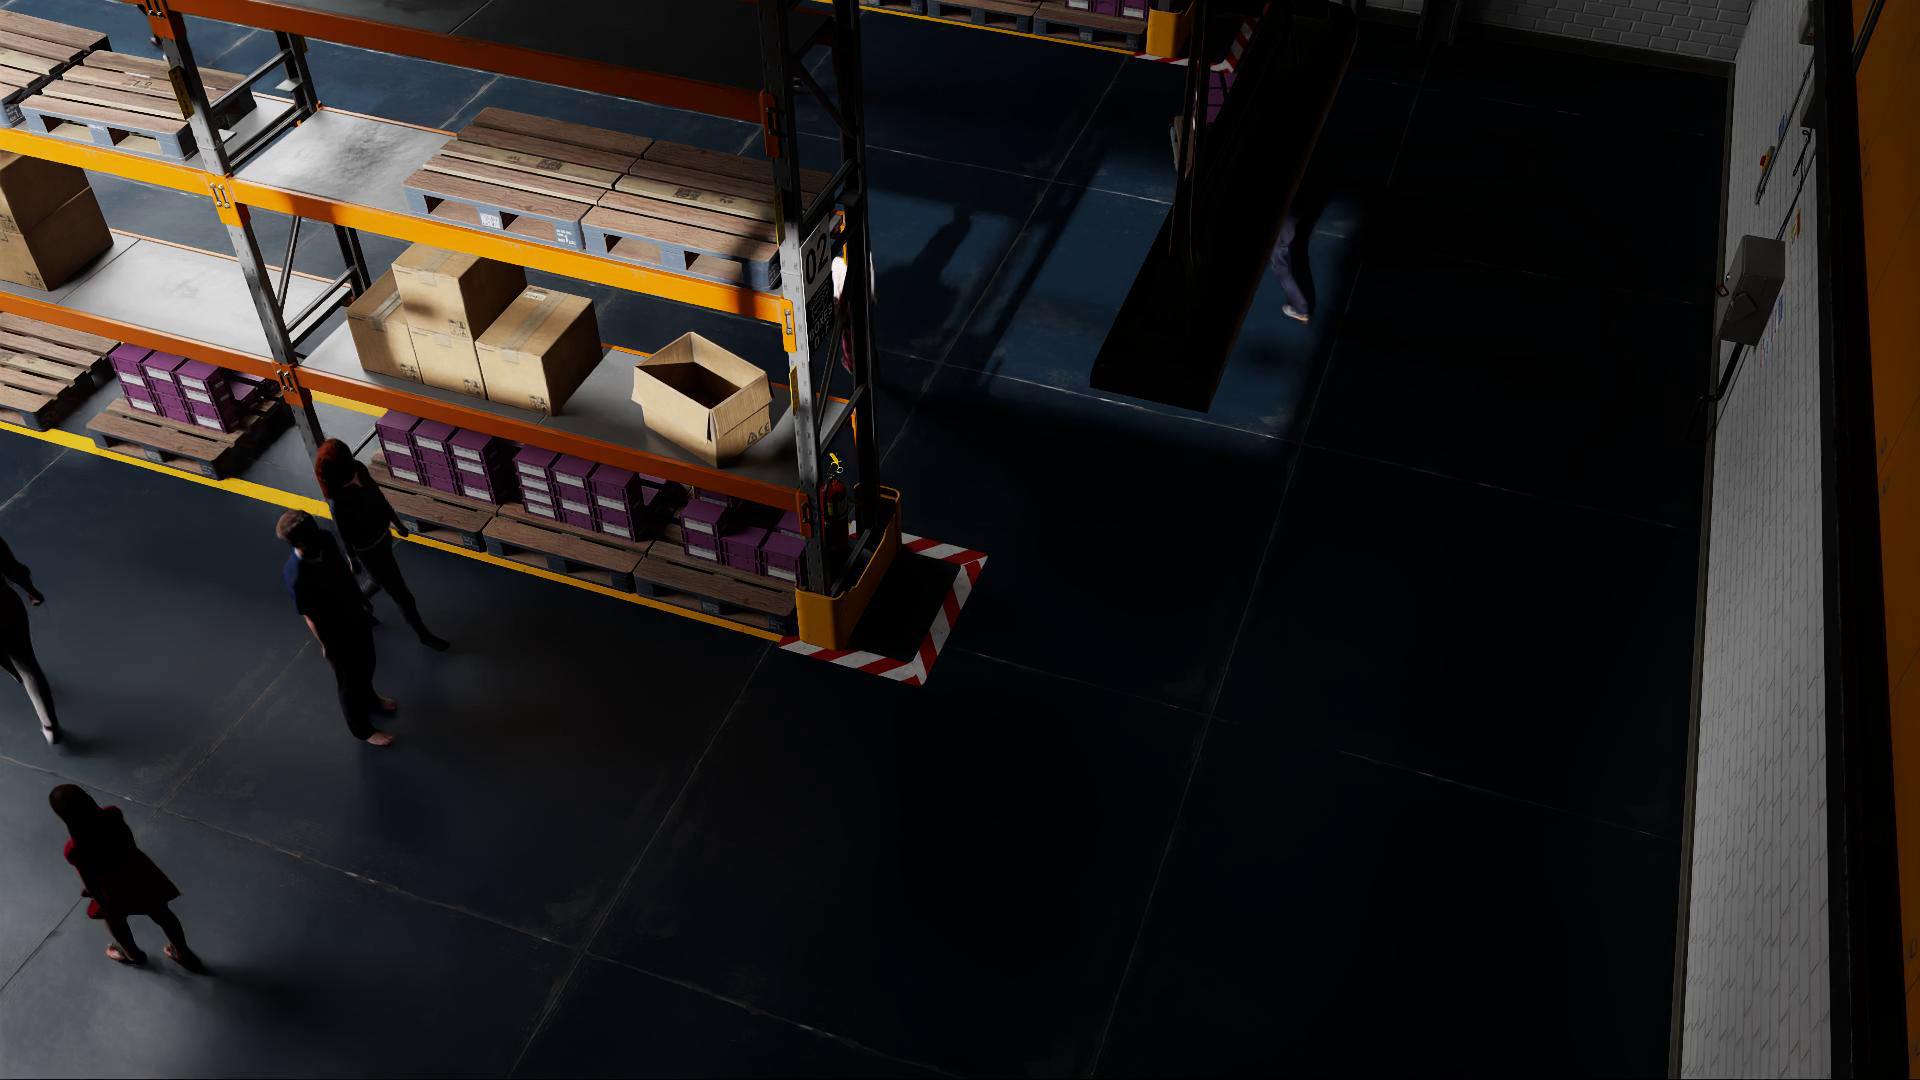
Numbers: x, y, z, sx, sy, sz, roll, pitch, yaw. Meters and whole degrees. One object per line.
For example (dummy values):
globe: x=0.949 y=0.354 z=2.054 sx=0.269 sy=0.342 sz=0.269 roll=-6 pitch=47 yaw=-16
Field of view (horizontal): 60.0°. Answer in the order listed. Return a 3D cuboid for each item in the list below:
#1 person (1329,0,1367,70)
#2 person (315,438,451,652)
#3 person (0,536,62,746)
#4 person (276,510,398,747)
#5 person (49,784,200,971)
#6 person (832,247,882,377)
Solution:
person: x=3.903 y=-5.571 z=16.867 sx=0.670 sy=1.608 sz=0.758 roll=4 pitch=44 yaw=5
person: x=-3.905 y=0.016 z=10.899 sx=1.046 sy=1.750 sz=0.711 roll=6 pitch=44 yaw=6
person: x=-5.979 y=0.546 z=10.326 sx=1.175 sy=1.774 sz=1.293 roll=-25 pitch=49 yaw=-24
person: x=-3.874 y=0.501 z=10.305 sx=0.660 sy=1.868 sz=0.719 roll=5 pitch=44 yaw=5
person: x=-4.518 y=1.885 z=9.095 sx=0.797 sy=1.533 sz=0.628 roll=22 pitch=48 yaw=22
person: x=-0.804 y=-1.849 z=13.083 sx=0.789 sy=1.439 sz=0.846 roll=-17 pitch=46 yaw=-17
